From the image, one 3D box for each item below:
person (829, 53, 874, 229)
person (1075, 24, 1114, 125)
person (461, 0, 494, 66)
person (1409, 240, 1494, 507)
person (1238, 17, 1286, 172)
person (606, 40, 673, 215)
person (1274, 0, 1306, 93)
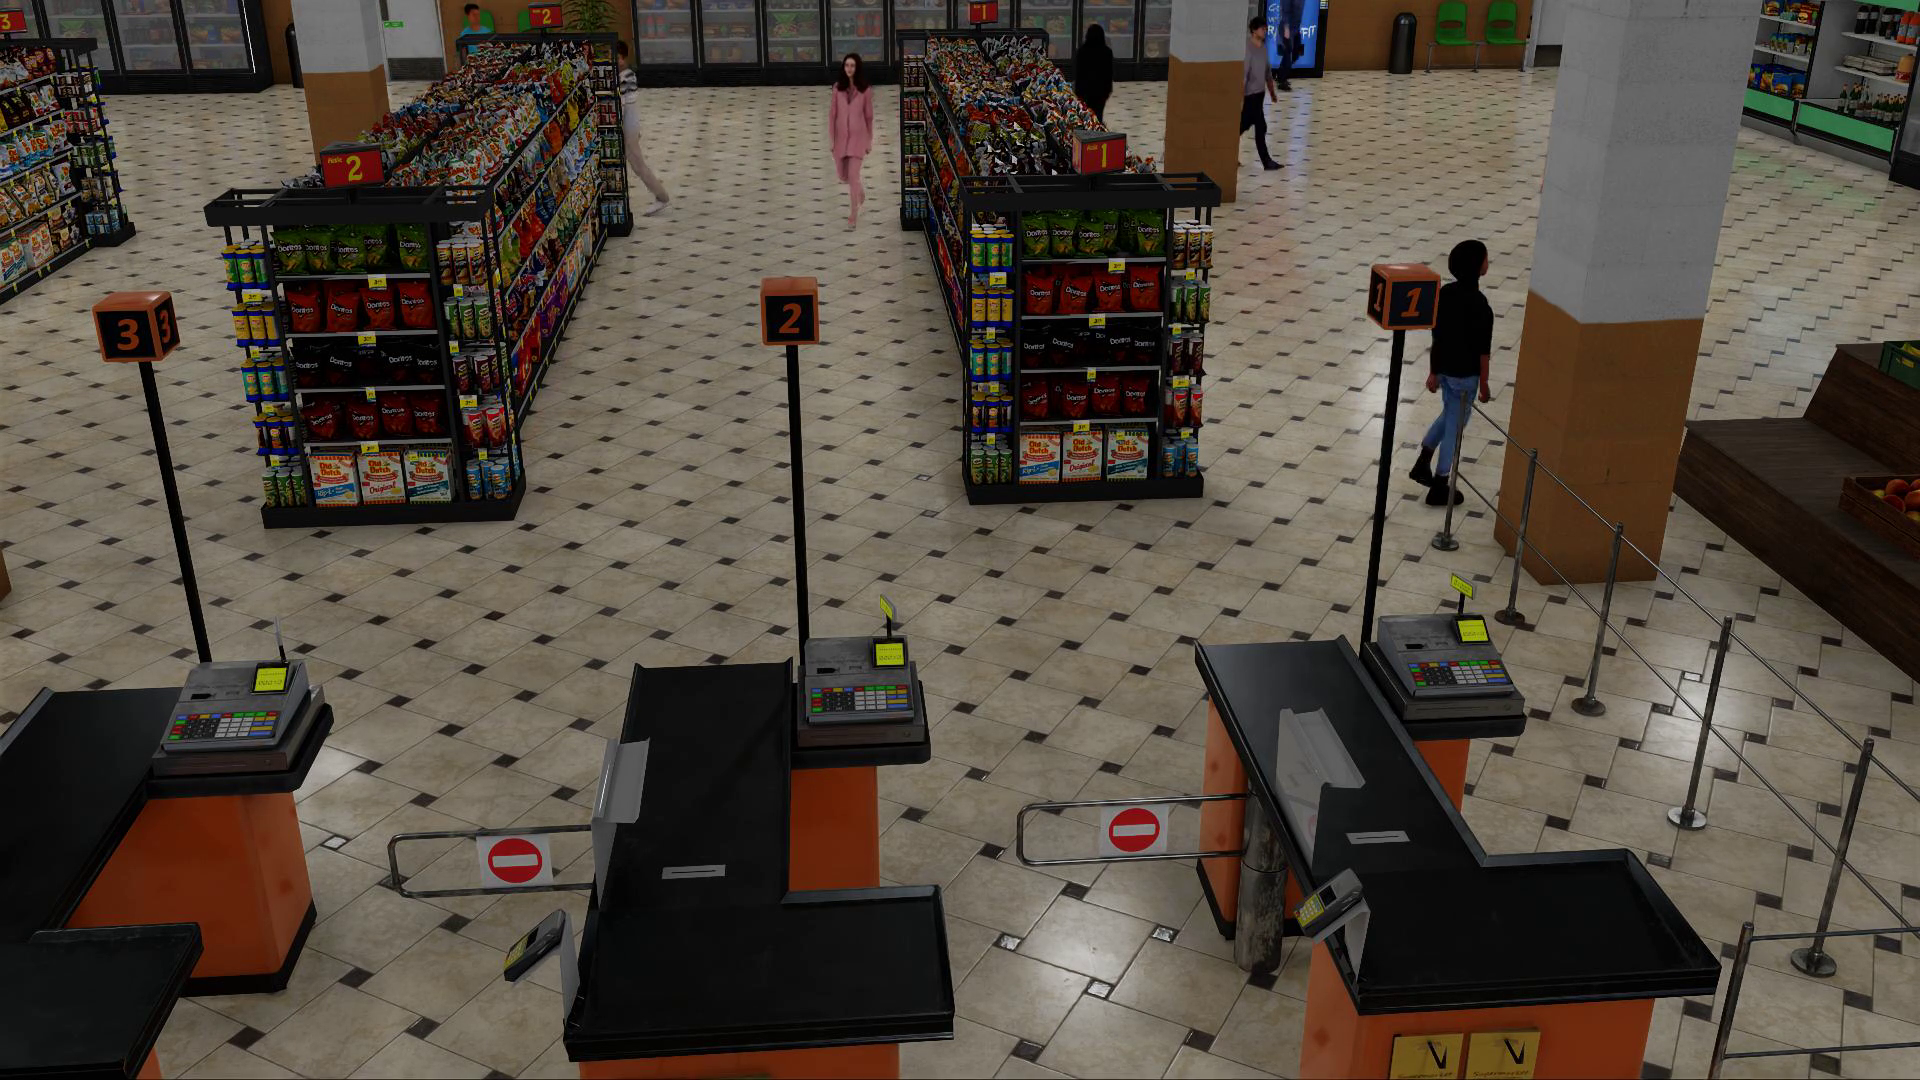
[{"bbox_3d":[-1.131,-4.232,17.595,0.787,1.782,1.034,4,24,10],"label":"person"},{"bbox_3d":[1.715,-5.762,21.311,0.691,1.606,0.693,1,24,3],"label":"person"},{"bbox_3d":[-6.444,-6.234,22.219,1.167,1.742,1.070,21,31,39],"label":"person"},{"bbox_3d":[3.017,-1.006,10.341,0.717,1.687,0.651,-9,25,-19],"label":"person"},{"bbox_3d":[3.492,-5.413,20.277,1.204,1.795,1.198,16,28,32],"label":"person"},{"bbox_3d":[-3.525,-4.435,17.994,0.768,1.834,1.087,-1,24,-2],"label":"person"},{"bbox_3d":[5.172,-7.959,26.097,0.976,1.794,0.905,11,26,23],"label":"person"}]
